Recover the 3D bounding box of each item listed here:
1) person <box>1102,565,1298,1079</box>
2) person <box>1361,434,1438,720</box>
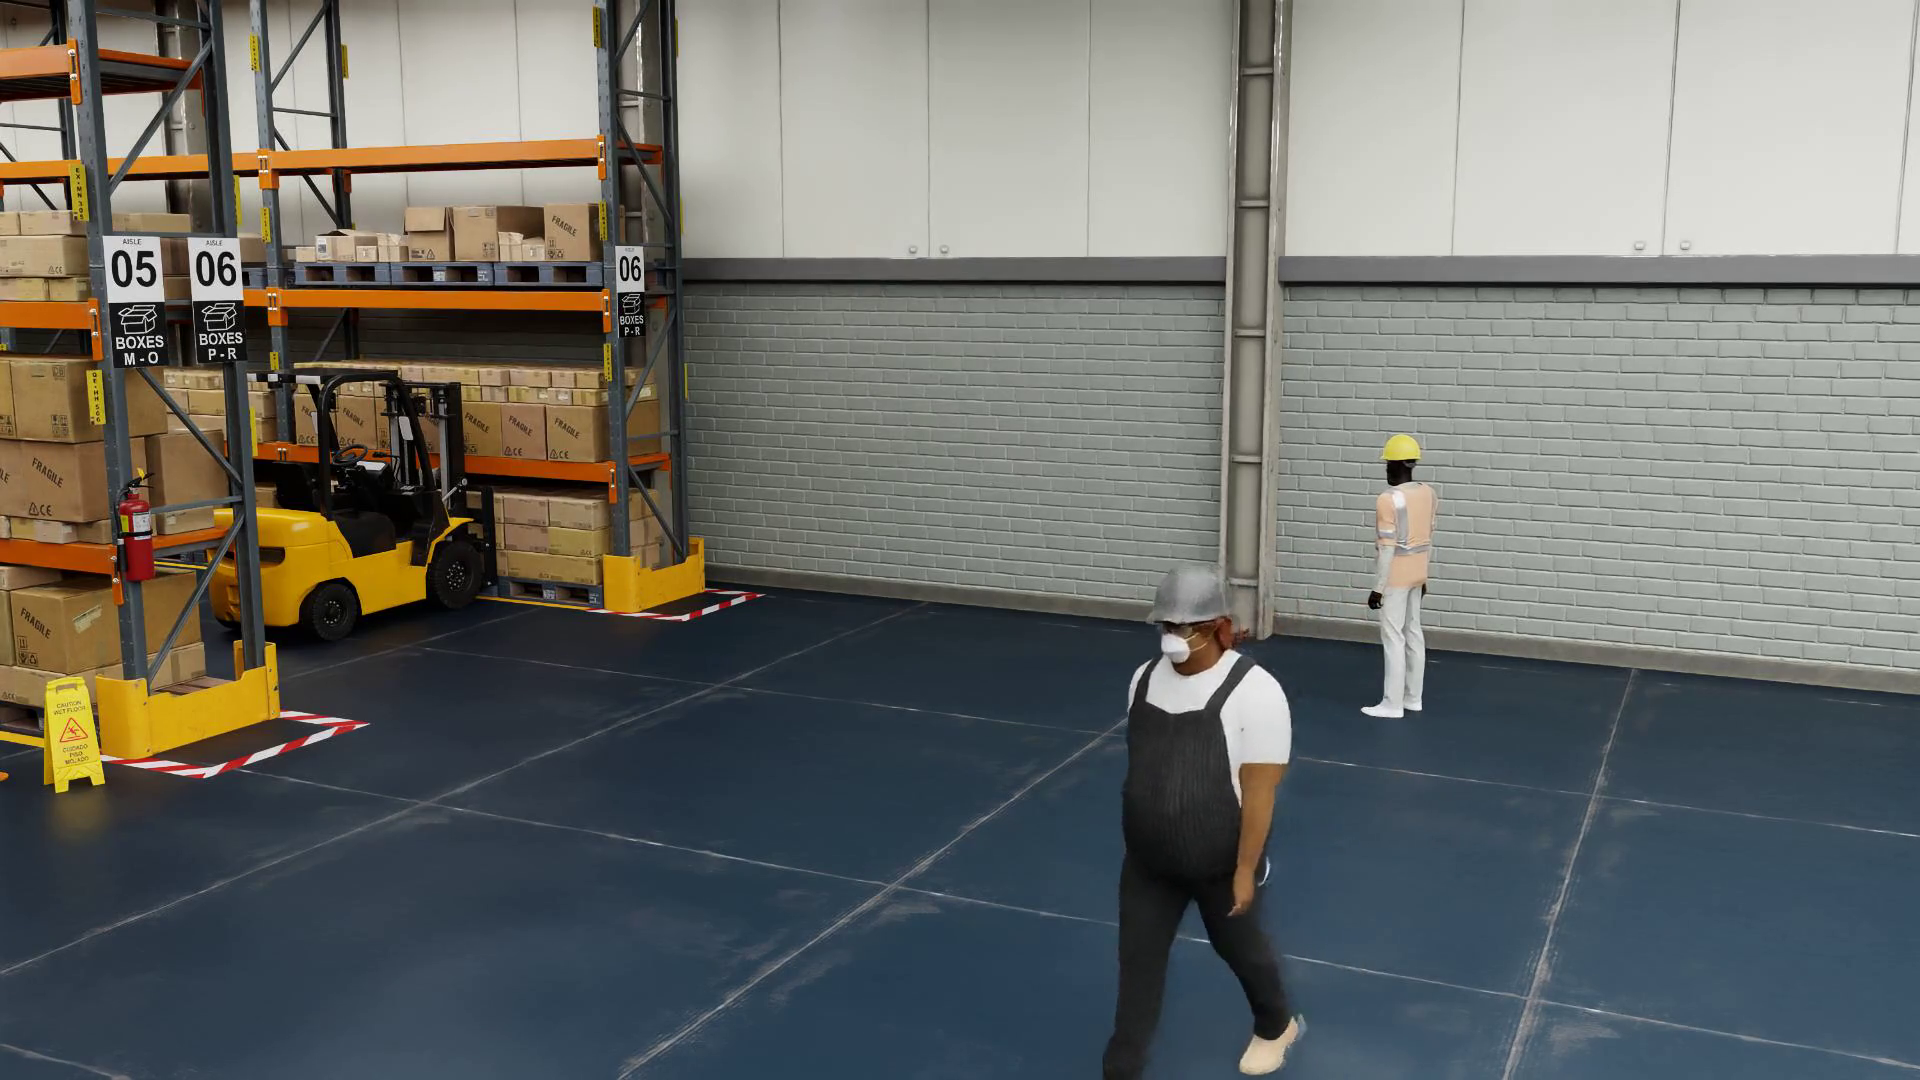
[{"bbox_3d":[0.878,1.041,6.041,0.677,2.000,0.989,8,12,39],"label":"person"},{"bbox_3d":[2.960,0.250,11.240,0.596,1.925,0.372,-8,12,-41],"label":"person"}]
